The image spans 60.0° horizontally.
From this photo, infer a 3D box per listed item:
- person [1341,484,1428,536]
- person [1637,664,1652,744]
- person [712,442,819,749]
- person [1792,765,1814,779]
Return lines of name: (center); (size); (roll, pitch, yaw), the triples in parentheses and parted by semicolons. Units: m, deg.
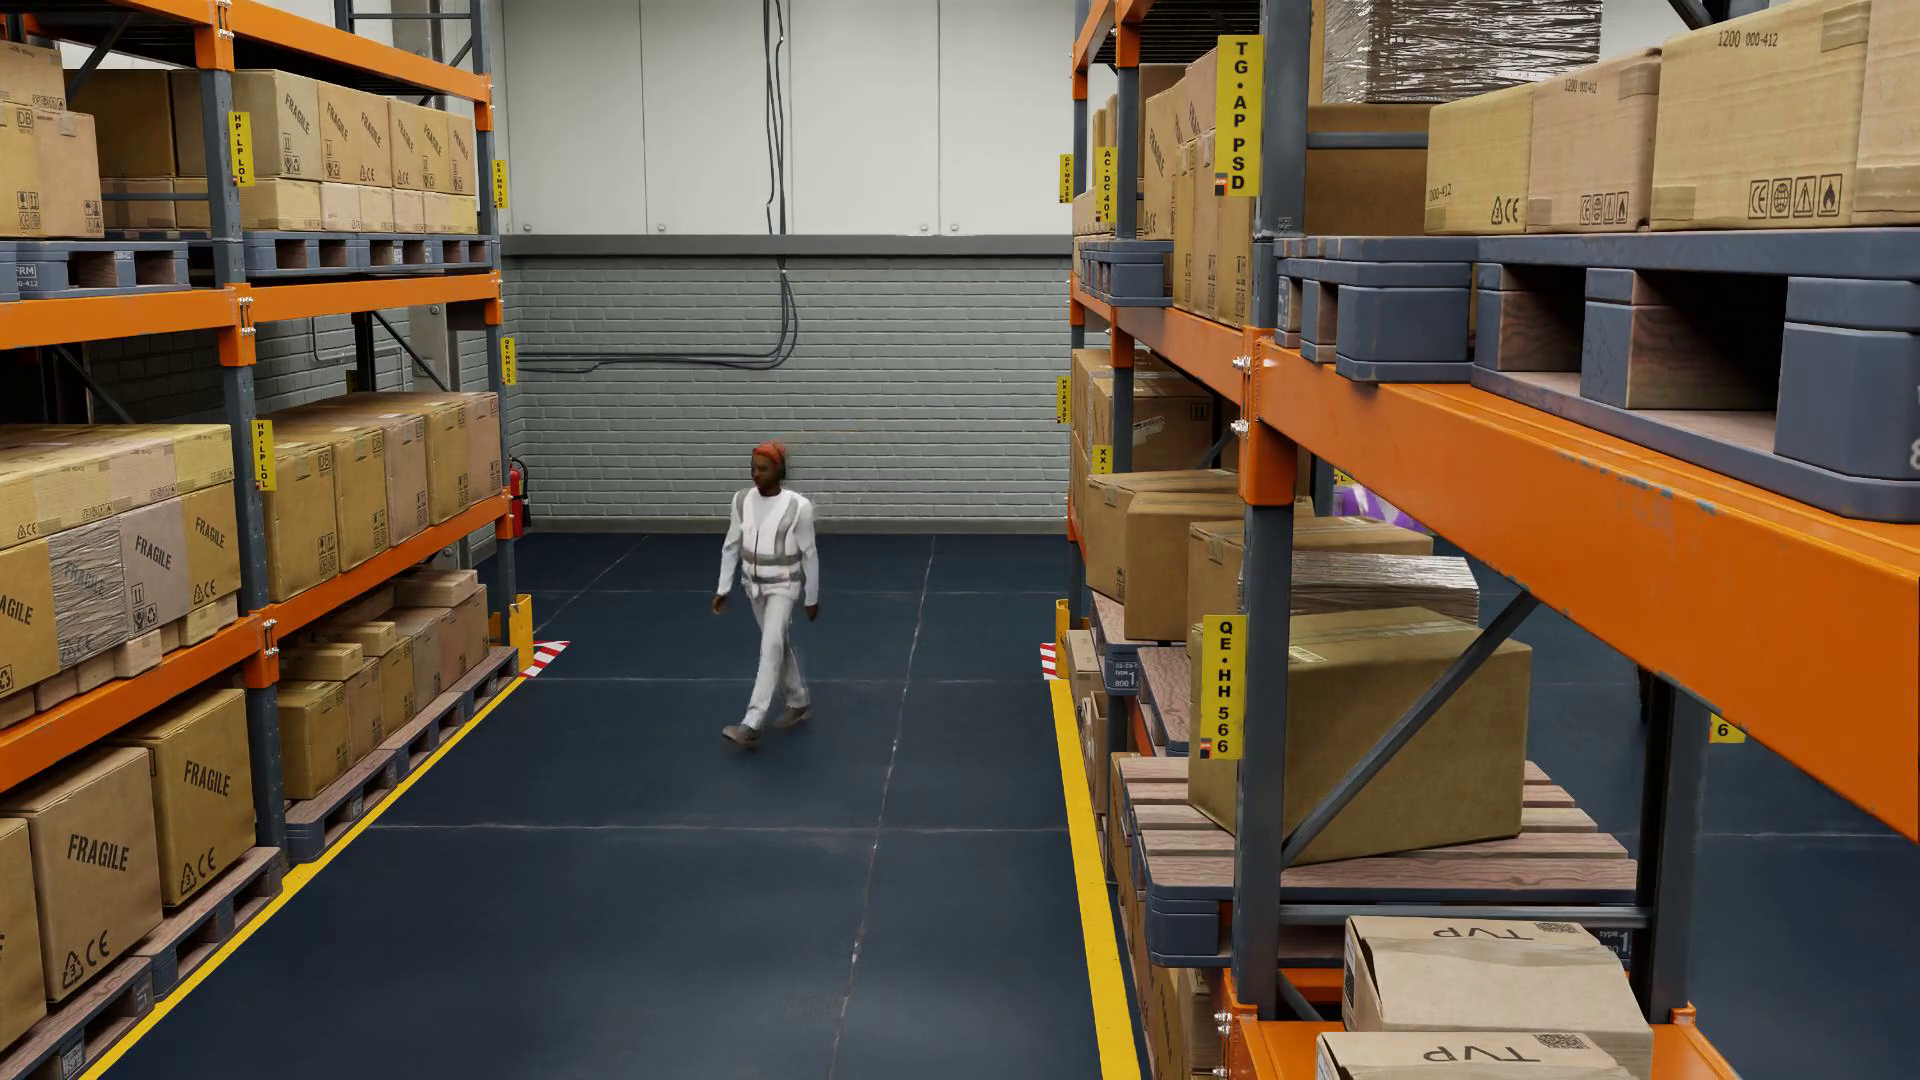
person: (2.568, 0.271, 10.221); (0.572, 1.922, 0.574); (-1, 10, -5)
person: (4.317, 0.295, 10.219); (0.541, 1.893, 1.015); (5, 11, 27)
person: (-1.206, 0.326, 10.166); (0.583, 1.827, 0.989); (6, 12, 32)
person: (5.023, 0.408, 9.412); (0.638, 1.937, 0.363); (1, 10, 8)
